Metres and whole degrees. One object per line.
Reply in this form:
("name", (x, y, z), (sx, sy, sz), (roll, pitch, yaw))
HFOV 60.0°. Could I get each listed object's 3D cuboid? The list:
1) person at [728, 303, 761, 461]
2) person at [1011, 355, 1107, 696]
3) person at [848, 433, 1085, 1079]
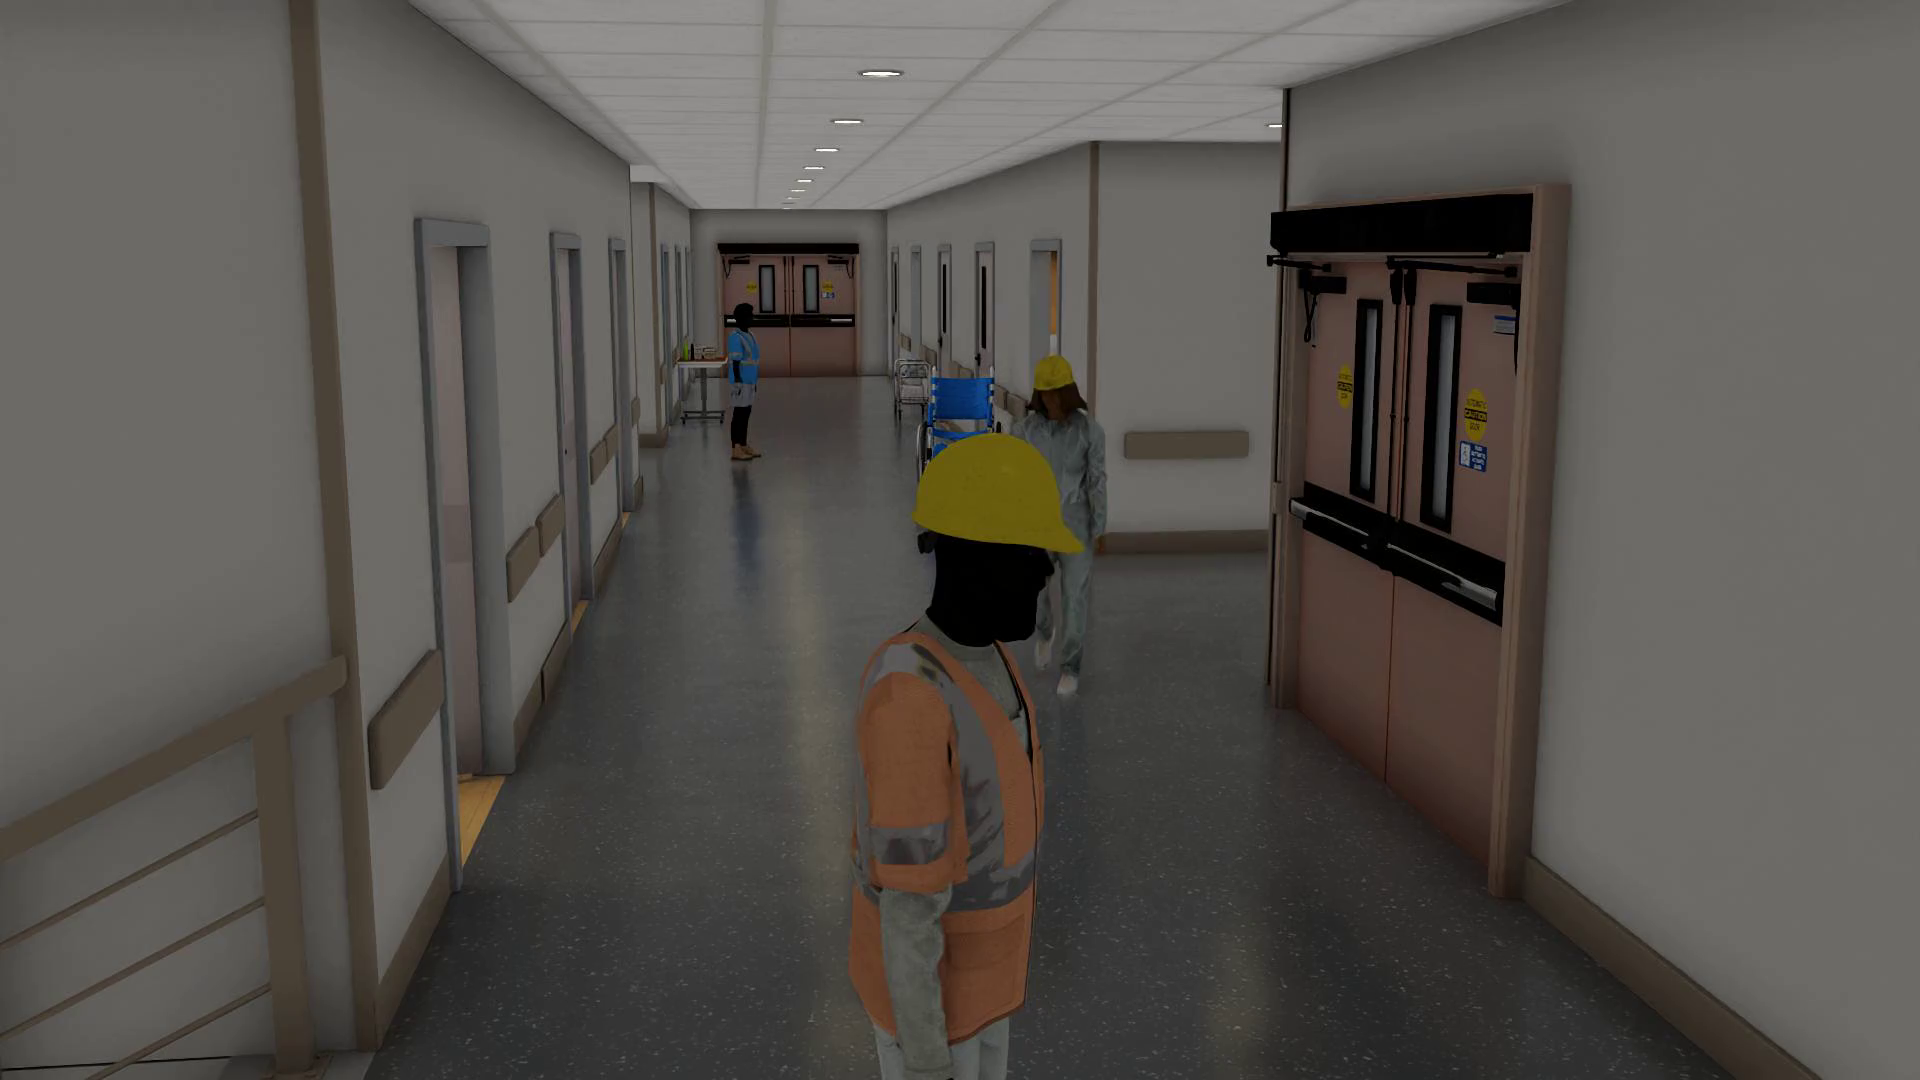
("person", (-2.334, -1.713, 18.004), (0.317, 1.695, 0.540), (2, 10, 12))
("person", (0.499, -0.083, 8.435), (0.504, 1.725, 0.473), (2, 10, 12))
("person", (0.013, 0.767, 2.934), (0.393, 1.918, 0.585), (2, 10, 14))
